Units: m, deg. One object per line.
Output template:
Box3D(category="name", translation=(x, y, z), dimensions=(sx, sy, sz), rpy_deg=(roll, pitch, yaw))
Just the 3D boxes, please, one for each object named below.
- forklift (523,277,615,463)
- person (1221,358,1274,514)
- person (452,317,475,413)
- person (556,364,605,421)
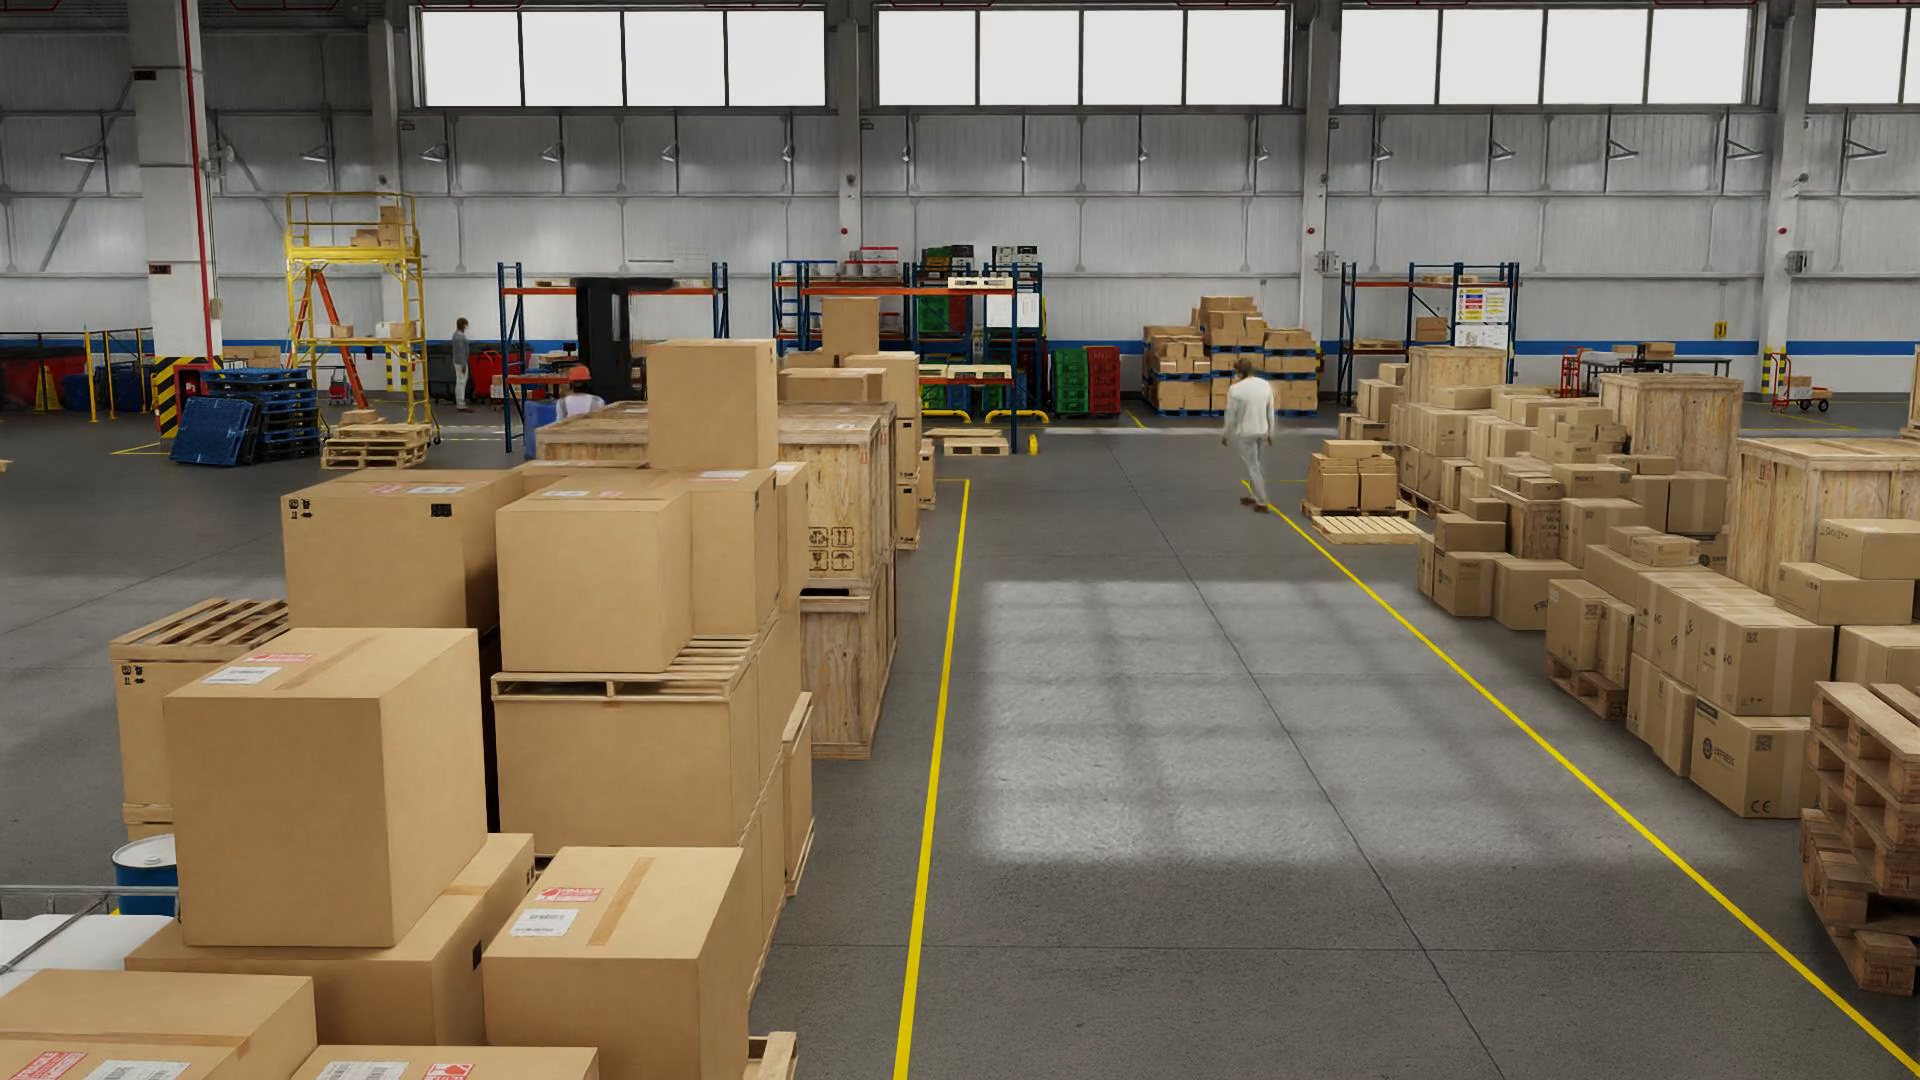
Box3D(category="forklift", translation=(-5.174, -2.320, 23.532), dimensions=(1.873, 2.768, 1.129), rpy_deg=(-5, 11, -26))
Box3D(category="person", translation=(3.473, -1.277, 20.264), dimensions=(0.662, 1.882, 0.846), rpy_deg=(-6, 11, -30))
Box3D(category="person", translation=(-10.063, -3.531, 33.617), dimensions=(0.372, 1.934, 0.627), rpy_deg=(-4, 10, -21))
Box3D(category="person", translation=(-4.148, -0.974, 18.313), dimensions=(0.567, 1.926, 0.400), rpy_deg=(0, 9, -2))
